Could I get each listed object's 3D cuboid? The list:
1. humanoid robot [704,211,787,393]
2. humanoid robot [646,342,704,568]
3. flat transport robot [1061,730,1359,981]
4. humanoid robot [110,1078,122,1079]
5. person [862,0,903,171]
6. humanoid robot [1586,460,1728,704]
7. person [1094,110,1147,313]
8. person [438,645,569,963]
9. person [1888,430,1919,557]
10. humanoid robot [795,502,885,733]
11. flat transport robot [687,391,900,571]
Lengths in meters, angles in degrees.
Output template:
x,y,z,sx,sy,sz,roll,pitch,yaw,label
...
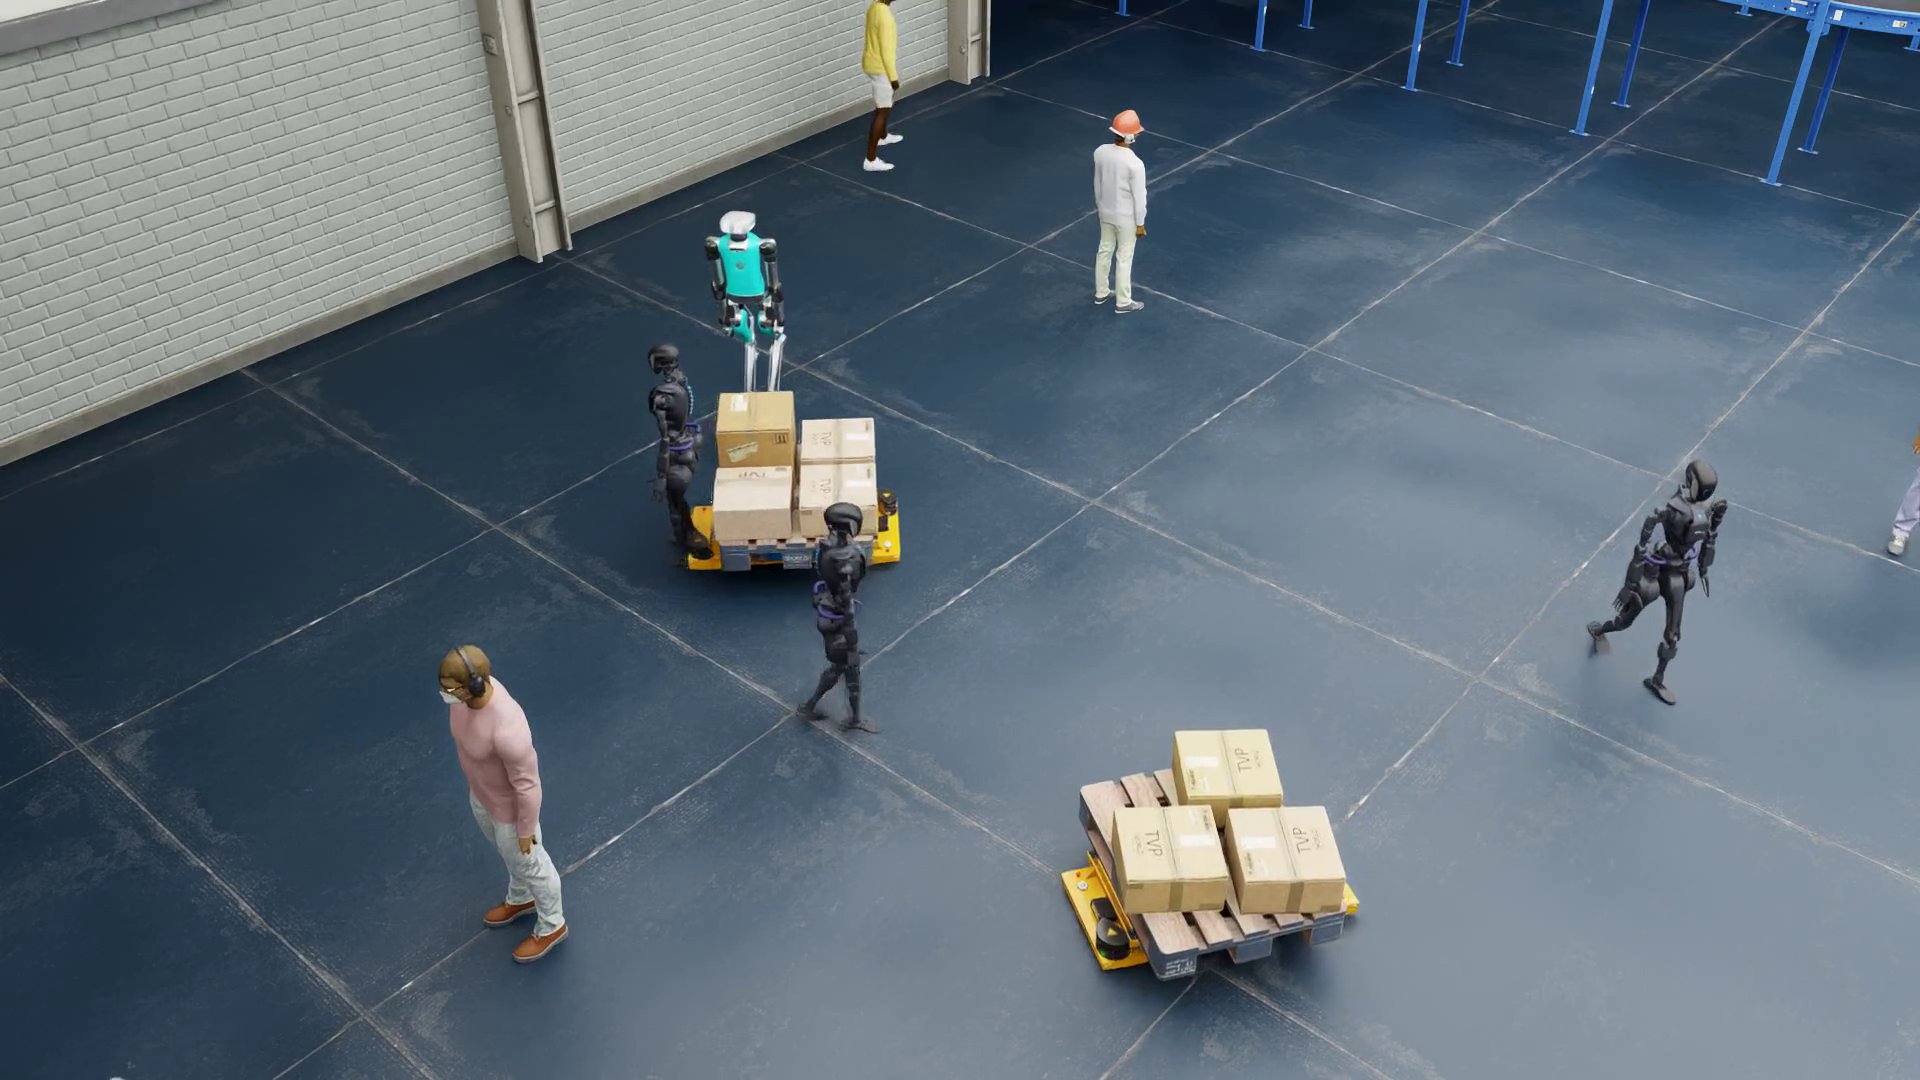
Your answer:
x,y,z,sx,sy,sz,roll,pitch,yaw,label
-1.545,-1.736,12.592,0.542,1.799,0.771,4,36,6,humanoid robot
-1.867,-0.540,10.932,0.313,1.653,0.605,4,36,6,humanoid robot
1.315,1.828,8.820,1.431,0.231,0.659,-10,37,-13,flat transport robot
-3.069,2.843,6.148,0.530,1.784,0.805,10,37,14,humanoid robot
-0.786,-4.724,16.670,0.565,1.853,0.796,-8,36,-11,person
4.204,0.160,9.986,0.609,1.633,0.729,-9,36,-13,humanoid robot
1.356,-2.759,13.980,0.324,1.751,0.561,-26,43,-32,person
-2.244,1.272,8.165,0.352,1.936,0.634,-25,43,-31,person
6.635,-0.672,10.984,0.558,1.836,0.388,17,39,23,person
-0.717,0.459,9.557,0.544,1.659,0.609,-8,36,-12,humanoid robot
-1.139,-0.078,11.497,1.431,0.231,0.659,-2,36,-3,flat transport robot
